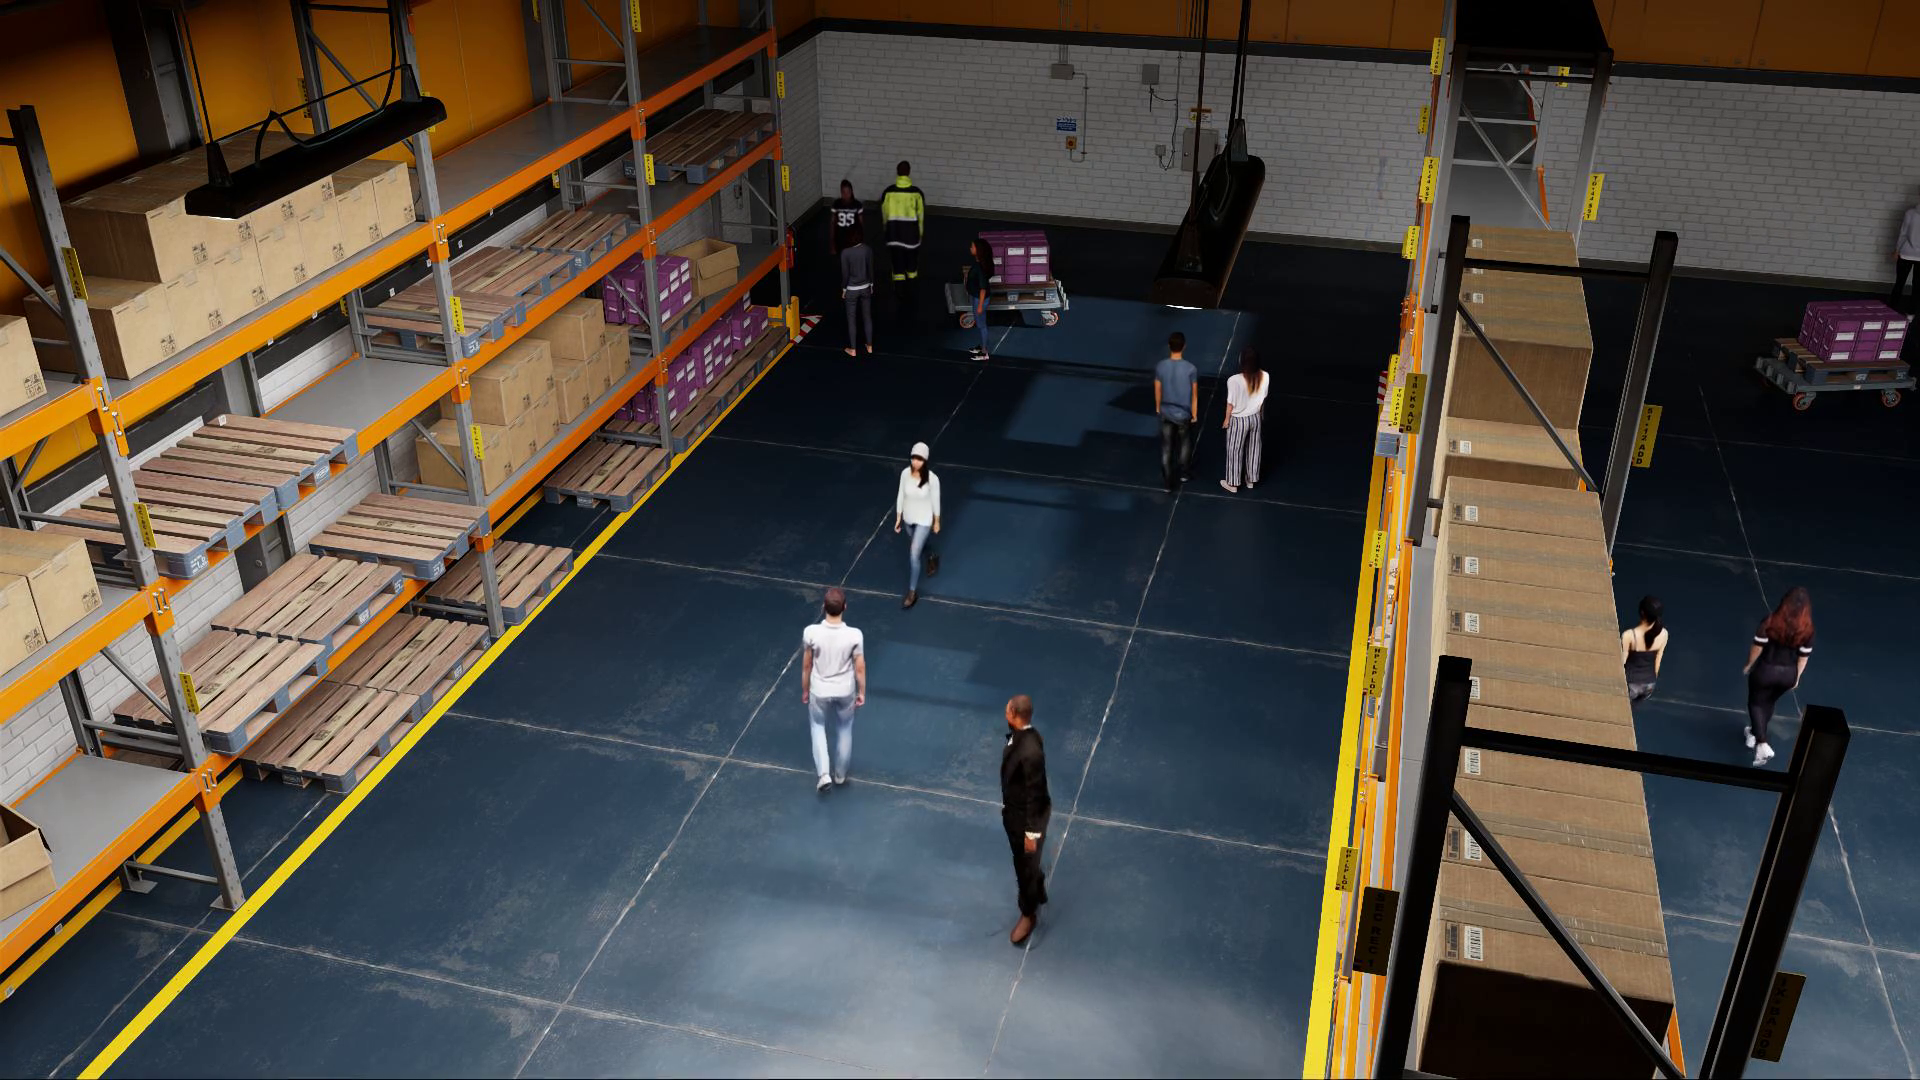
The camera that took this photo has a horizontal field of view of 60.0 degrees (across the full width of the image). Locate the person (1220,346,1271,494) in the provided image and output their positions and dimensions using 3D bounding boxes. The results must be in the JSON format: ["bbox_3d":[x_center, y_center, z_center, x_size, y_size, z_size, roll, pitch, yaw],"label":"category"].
[{"bbox_3d":[3.127,-1.339,18.271,0.791,1.678,0.826,-11,31,-20],"label":"person"}]

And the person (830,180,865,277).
[{"bbox_3d":[-1.597,-4.268,23.598,0.678,1.720,0.682,2,29,3],"label":"person"}]

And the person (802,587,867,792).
[{"bbox_3d":[-1.025,1.260,13.339,0.827,1.839,0.961,-1,29,-2],"label":"person"}]

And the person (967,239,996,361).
[{"bbox_3d":[0.276,-3.142,21.641,0.712,1.616,0.596,1,29,2],"label":"person"}]

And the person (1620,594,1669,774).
[{"bbox_3d":[5.489,1.251,13.491,0.783,1.710,0.986,-4,29,-7],"label":"person"}]

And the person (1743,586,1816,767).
[{"bbox_3d":[6.747,1.143,13.782,0.625,1.619,0.971,6,29,11],"label":"person"}]

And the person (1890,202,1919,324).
[{"bbox_3d":[13.094,-3.938,22.777,0.670,1.926,0.572,8,30,15],"label":"person"}]

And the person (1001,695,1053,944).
[{"bbox_3d":[0.492,2.014,11.923,0.996,1.871,0.783,-12,31,-20],"label":"person"}]

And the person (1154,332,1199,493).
[{"bbox_3d":[2.326,-1.355,18.189,0.727,1.786,0.858,12,31,21],"label":"person"}]

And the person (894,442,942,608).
[{"bbox_3d":[-0.383,-0.219,16.290,0.747,1.609,1.149,15,32,25],"label":"person"}]

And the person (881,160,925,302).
[{"bbox_3d":[-0.819,-4.310,23.446,1.009,1.938,1.307,-1,29,-2],"label":"person"}]

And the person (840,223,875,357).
[{"bbox_3d":[-1.333,-3.284,21.744,0.687,1.768,0.734,-13,31,-23],"label":"person"}]
